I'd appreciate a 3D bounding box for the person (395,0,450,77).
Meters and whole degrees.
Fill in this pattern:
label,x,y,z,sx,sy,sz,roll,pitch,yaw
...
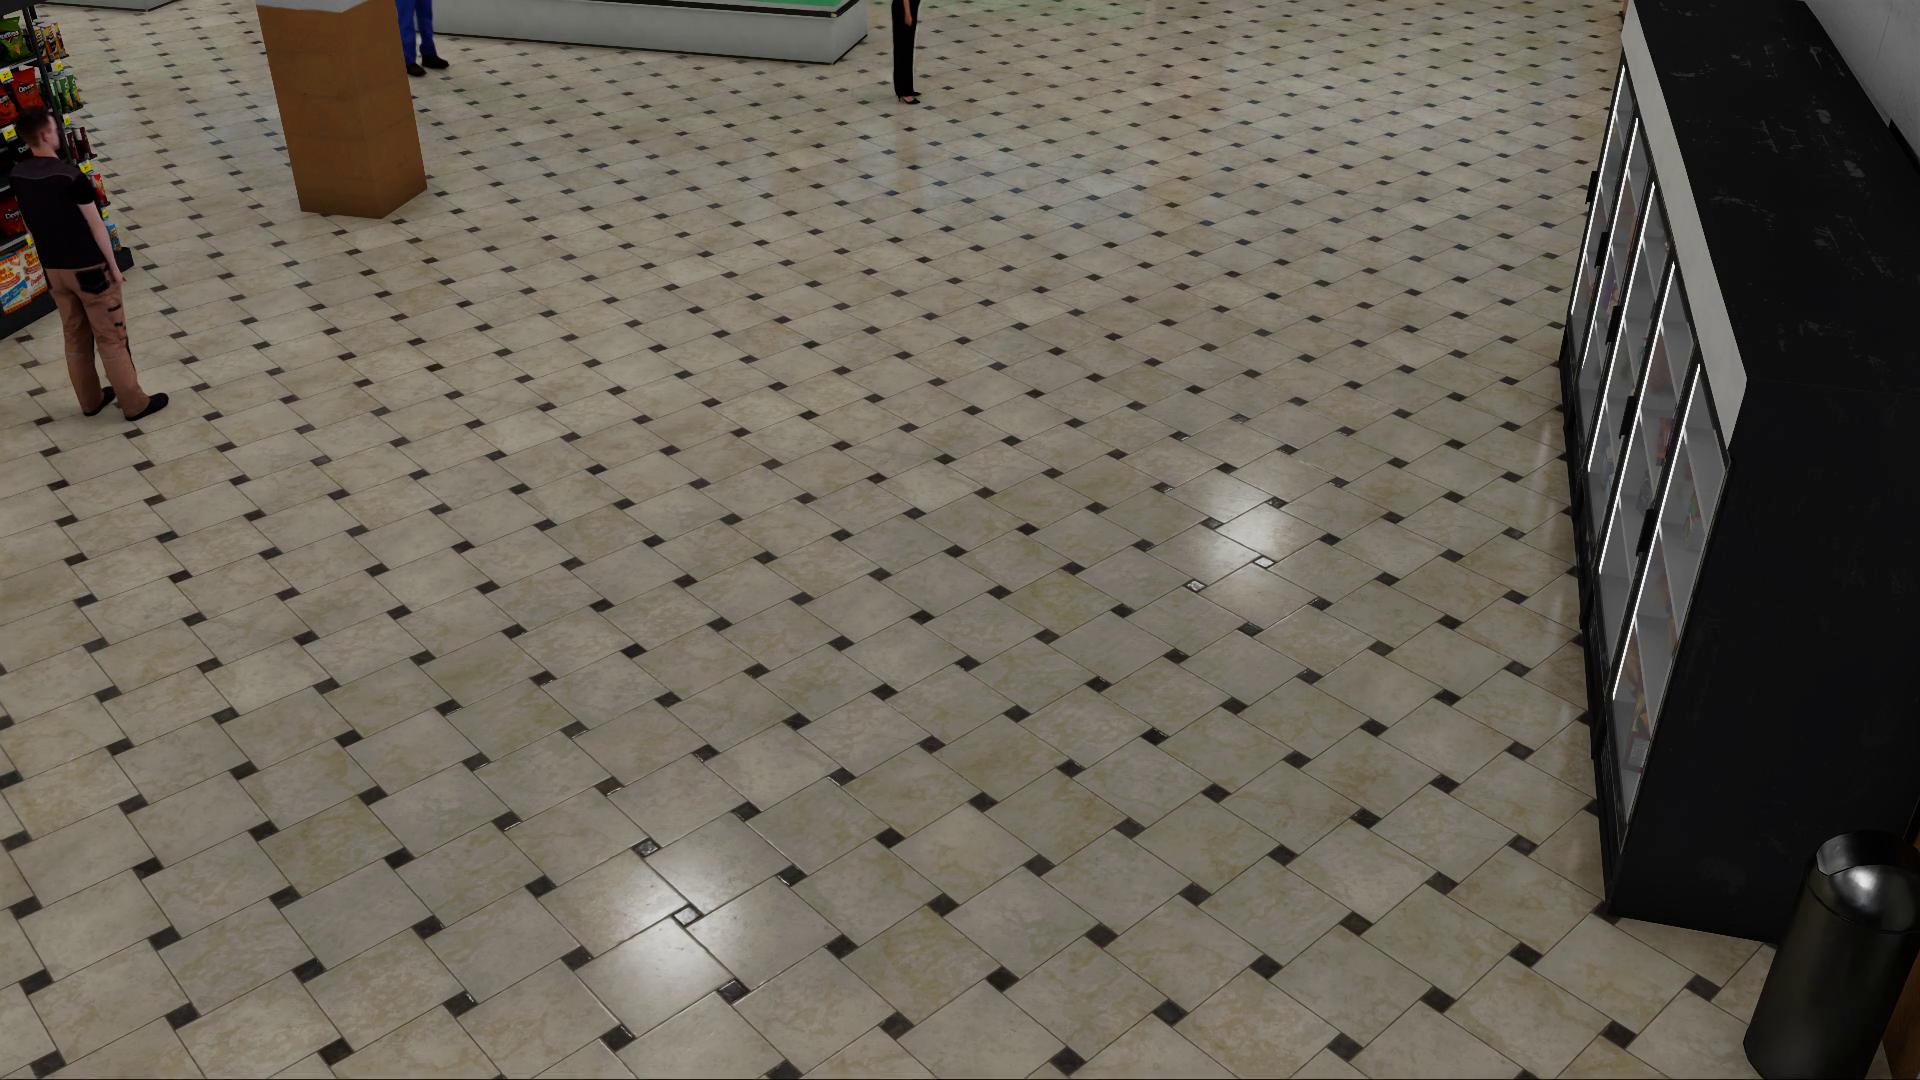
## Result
label,x,y,z,sx,sy,sz,roll,pitch,yaw
person,-5.144,-5.299,15.564,0.668,1.808,0.715,18,36,26

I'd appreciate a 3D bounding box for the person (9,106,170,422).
label,x,y,z,sx,sy,sz,roll,pitch,yaw
person,-5.079,-1.573,9.545,0.500,1.840,0.727,8,33,13

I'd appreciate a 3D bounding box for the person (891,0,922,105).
label,x,y,z,sx,sy,sz,roll,pitch,yaw
person,-0.491,-4.736,14.854,0.572,1.603,0.618,2,32,4
